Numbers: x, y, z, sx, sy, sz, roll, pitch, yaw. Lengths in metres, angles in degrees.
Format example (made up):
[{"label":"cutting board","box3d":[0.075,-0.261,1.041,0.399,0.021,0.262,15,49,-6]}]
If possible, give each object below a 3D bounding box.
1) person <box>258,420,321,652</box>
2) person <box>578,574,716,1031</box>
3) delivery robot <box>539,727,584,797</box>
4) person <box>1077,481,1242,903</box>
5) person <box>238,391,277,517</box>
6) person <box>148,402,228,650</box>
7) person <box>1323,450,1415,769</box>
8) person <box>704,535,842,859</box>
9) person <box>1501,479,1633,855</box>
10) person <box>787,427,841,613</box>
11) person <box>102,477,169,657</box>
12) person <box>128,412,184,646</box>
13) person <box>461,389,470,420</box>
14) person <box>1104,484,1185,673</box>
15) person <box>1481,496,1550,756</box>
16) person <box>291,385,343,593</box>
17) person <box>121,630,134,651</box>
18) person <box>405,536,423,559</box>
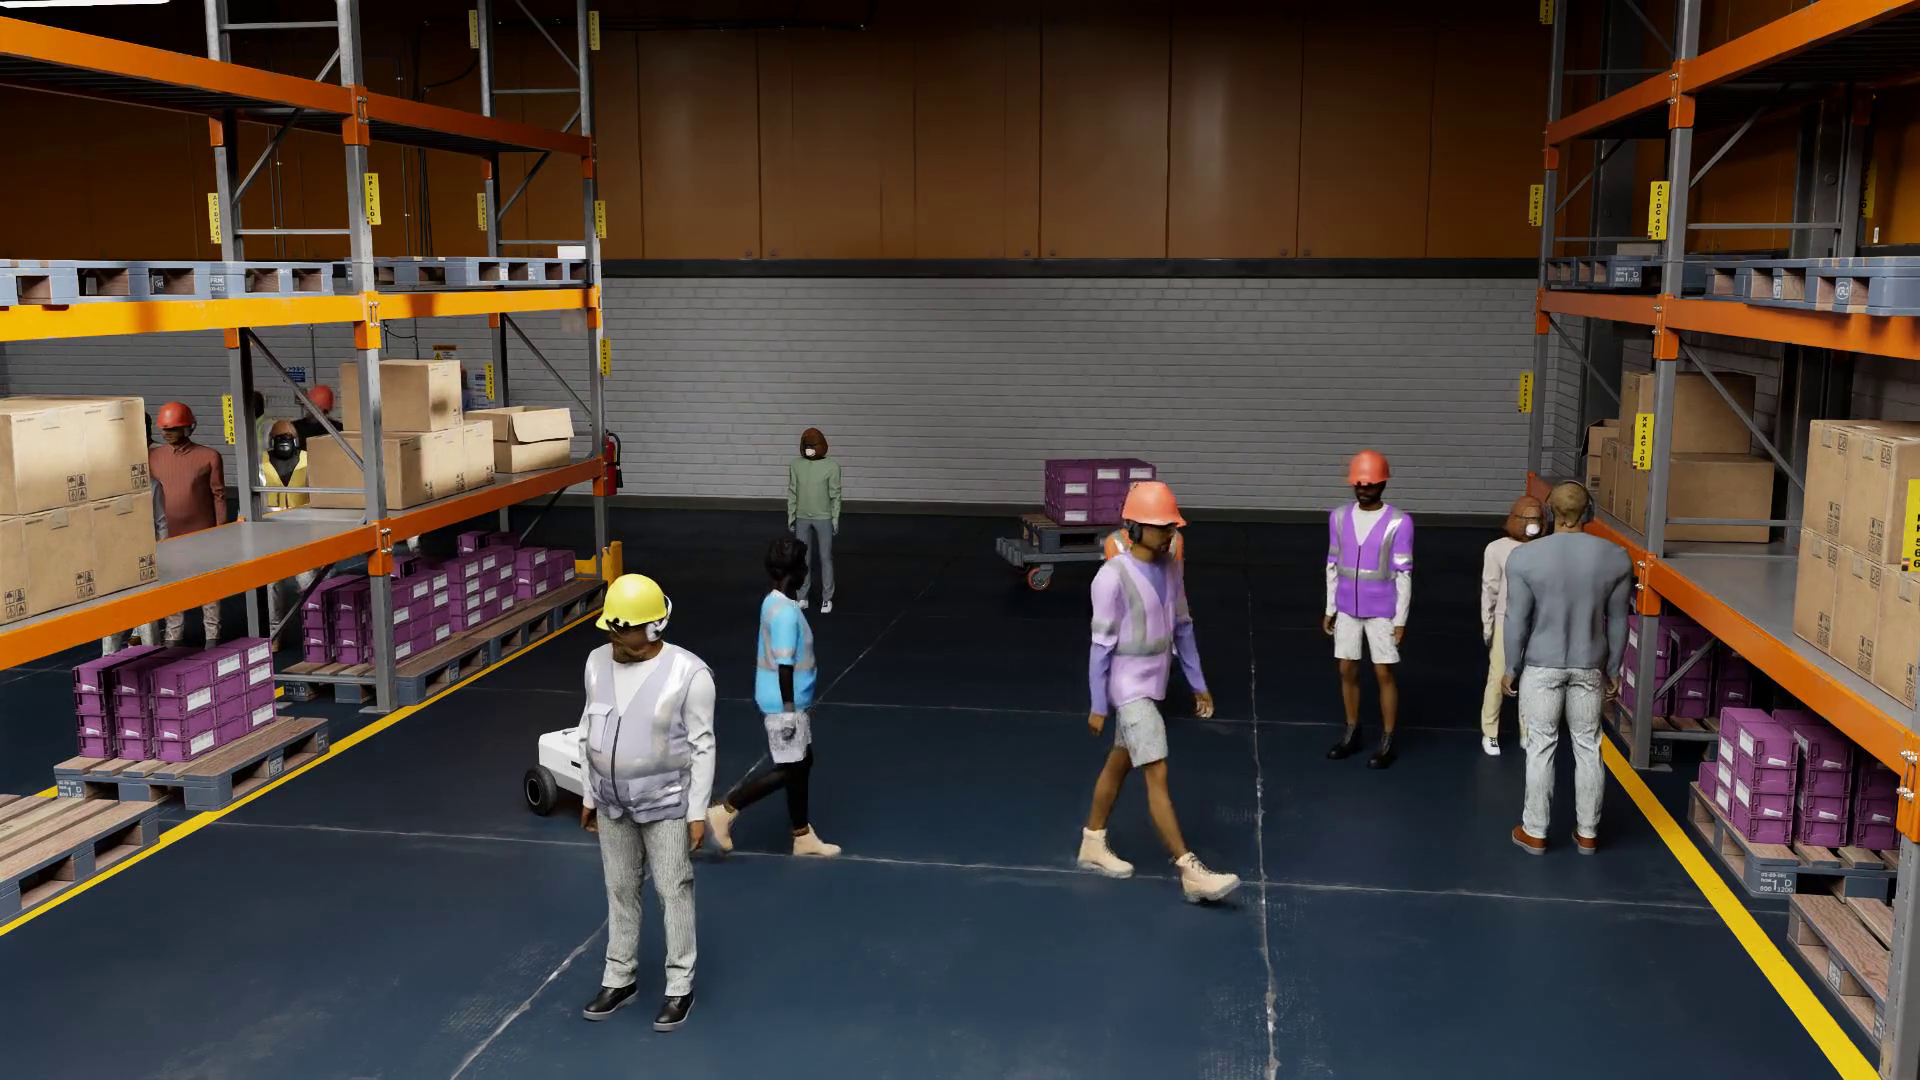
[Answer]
[{"label":"person","box3d":[-5.277,-0.029,13.089,0.622,1.835,0.430,-3,10,-21]},{"label":"person","box3d":[-1.257,1.027,6.578,0.586,1.825,0.404,4,10,21]},{"label":"delivery robot","box3d":[-1.996,1.206,9.093,0.477,0.478,0.707,-9,13,-43]},{"label":"person","box3d":[0.959,0.717,7.953,1.014,1.992,0.635,7,12,37]},{"label":"person","box3d":[-6.994,-0.625,16.852,0.623,1.807,0.897,8,12,39]},{"label":"person","box3d":[-6.001,-0.080,12.890,0.614,1.990,0.392,-1,9,-7]},{"label":"person","box3d":[2.449,0.415,10.041,0.550,1.930,0.387,7,12,38]},{"label":"person","box3d":[-0.957,0.811,8.385,0.628,1.666,0.535,-1,9,-9]},{"label":"person","box3d":[3.082,0.658,8.515,0.629,1.937,0.376,1,9,5]},{"label":"person","box3d":[-1.280,-0.173,14.568,0.498,1.633,0.282,3,10,17]},{"label":"person","box3d":[-6.041,0.141,12.016,0.599,1.832,0.404,-3,10,-18]},{"label":"person","box3d":[-6.358,-0.071,13.019,0.627,1.934,0.371,3,10,15]},{"label":"person","box3d":[-6.158,-1.202,20.031,0.410,1.917,0.564,6,11,32]},{"label":"person","box3d":[1.151,0.454,10.574,0.533,1.679,0.527,-1,9,-7]},{"label":"person","box3d":[3.457,0.532,10.259,0.502,1.627,0.288,0,9,-2]},{"label":"person","box3d":[-5.956,-0.460,15.402,0.628,1.955,0.447,-1,9,-6]},{"label":"person","box3d":[-6.385,0.003,12.649,0.403,1.904,0.651,-4,10,-25]},{"label":"person","box3d":[-5.572,-0.555,16.267,0.582,1.861,0.781,-7,11,-36]}]
